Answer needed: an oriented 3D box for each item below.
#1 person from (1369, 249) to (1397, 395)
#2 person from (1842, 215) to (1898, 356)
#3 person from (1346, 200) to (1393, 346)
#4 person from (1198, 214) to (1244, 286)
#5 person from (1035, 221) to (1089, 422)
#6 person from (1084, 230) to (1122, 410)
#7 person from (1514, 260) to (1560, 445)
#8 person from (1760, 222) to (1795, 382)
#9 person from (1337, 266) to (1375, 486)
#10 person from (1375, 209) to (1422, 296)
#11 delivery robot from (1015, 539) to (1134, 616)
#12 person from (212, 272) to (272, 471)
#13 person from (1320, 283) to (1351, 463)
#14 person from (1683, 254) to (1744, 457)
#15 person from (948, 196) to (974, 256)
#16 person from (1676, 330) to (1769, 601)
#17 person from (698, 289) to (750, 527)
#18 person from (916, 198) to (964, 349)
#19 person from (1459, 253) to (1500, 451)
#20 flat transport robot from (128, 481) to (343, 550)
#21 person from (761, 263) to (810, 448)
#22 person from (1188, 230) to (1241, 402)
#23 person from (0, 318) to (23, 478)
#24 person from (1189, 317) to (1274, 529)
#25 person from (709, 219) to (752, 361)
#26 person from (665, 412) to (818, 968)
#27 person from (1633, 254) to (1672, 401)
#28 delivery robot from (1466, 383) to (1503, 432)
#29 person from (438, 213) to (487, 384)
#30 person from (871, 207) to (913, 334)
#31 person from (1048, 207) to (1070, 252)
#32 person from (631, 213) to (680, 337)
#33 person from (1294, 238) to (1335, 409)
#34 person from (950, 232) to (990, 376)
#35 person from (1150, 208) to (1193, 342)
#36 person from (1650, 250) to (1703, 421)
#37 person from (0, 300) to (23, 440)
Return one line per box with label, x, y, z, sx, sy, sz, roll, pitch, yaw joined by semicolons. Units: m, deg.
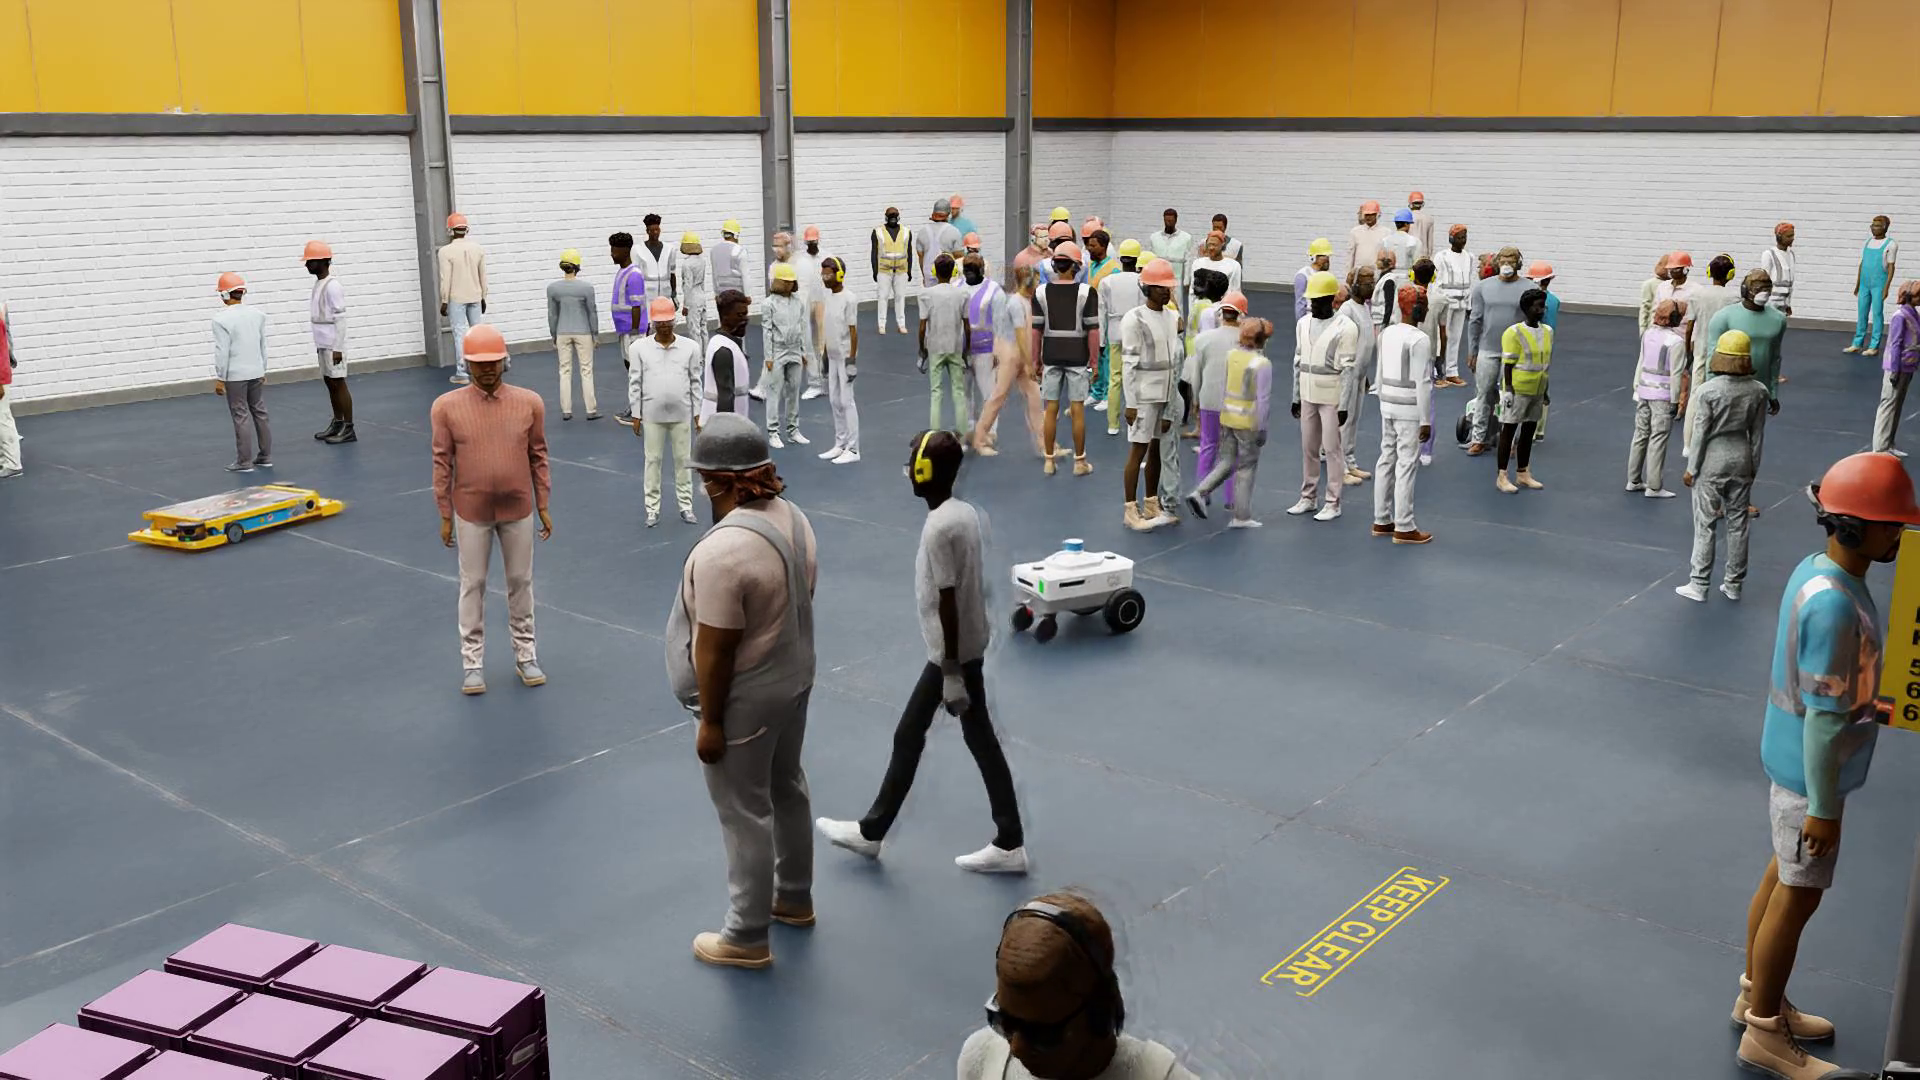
person;4.792;-2.463;18.825;0.312;1.642;0.512;1;14;6
person;12.076;-3.361;22.000;0.345;1.847;0.504;-6;15;-22
person;5.643;-3.686;22.996;0.624;1.992;0.386;7;15;24
person;3.266;-3.161;21.056;0.596;1.915;0.373;5;15;20
person;1.021;-2.244;17.139;0.615;2.041;0.391;-7;15;-24
person;1.529;-2.356;17.838;0.386;1.918;0.590;-7;16;-26
person;5.477;-1.784;15.884;0.330;1.751;0.564;11;18;38
person;9.649;-2.797;19.673;0.575;1.882;0.355;-10;17;-34
person;3.357;-1.394;14.142;0.345;1.846;0.508;8;16;30
person;5.699;-3.311;21.607;0.602;1.941;0.402;9;17;33
delivery robot;0.688;0.237;10.048;0.707;0.478;0.477;-8;16;-28
person;-6.355;-1.484;14.685;0.329;1.751;0.569;5;15;21
person;3.373;-1.468;14.852;0.314;1.640;0.514;-2;14;-6
person;6.867;-1.665;15.175;0.513;1.872;0.328;11;18;37
person;-0.048;-4.310;25.599;0.602;1.954;1.030;10;17;34
person;4.883;-0.473;10.672;0.492;1.740;0.319;-2;14;-6
person;-1.611;-0.772;11.511;0.396;1.917;0.590;-2;14;-7
person;-0.221;-3.612;22.607;0.684;2.000;0.538;7;16;26
person;4.957;-1.756;15.586;0.373;1.843;0.572;9;16;31
flat transport robot;-5.449;-0.200;12.560;0.652;0.197;1.431;7;15;25
person;-1.645;-1.751;15.778;0.490;1.742;0.297;-13;19;-42
person;2.774;-2.436;18.229;0.574;1.883;0.356;6;15;22
person;-8.429;-1.405;14.405;0.573;1.739;0.355;12;19;41
person;2.063;-0.860;12.471;0.514;1.625;0.529;-7;15;-24
person;-2.939;-3.214;21.461;0.595;1.825;0.403;9;17;32
person;-0.804;0.526;6.070;0.536;2.000;0.683;5;15;19
person;7.711;-2.326;18.318;0.504;1.628;0.278;-2;14;-7
delivery robot;5.157;-1.278;16.103;0.477;0.478;0.707;9;16;31
person;-5.874;-2.850;19.654;0.394;1.992;0.622;12;18;39
person;-0.986;-3.929;24.279;0.627;1.844;0.429;-4;14;-14
person;1.361;-3.524;22.488;0.371;1.927;0.588;4;14;14
person;-3.714;-2.982;20.240;0.601;1.967;0.369;-8;16;-29
person;3.807;-2.300;17.784;0.588;1.835;0.403;-13;19;-42
person;0.138;-2.820;20.021;0.563;1.752;0.341;-9;17;-31
person;2.855;-3.540;22.604;0.584;1.908;0.387;5;15;20
person;7.362;-2.106;17.172;0.343;1.749;0.573;-9;17;-31
person;-9.303;-1.738;15.941;0.315;1.636;0.515;7;16;25
